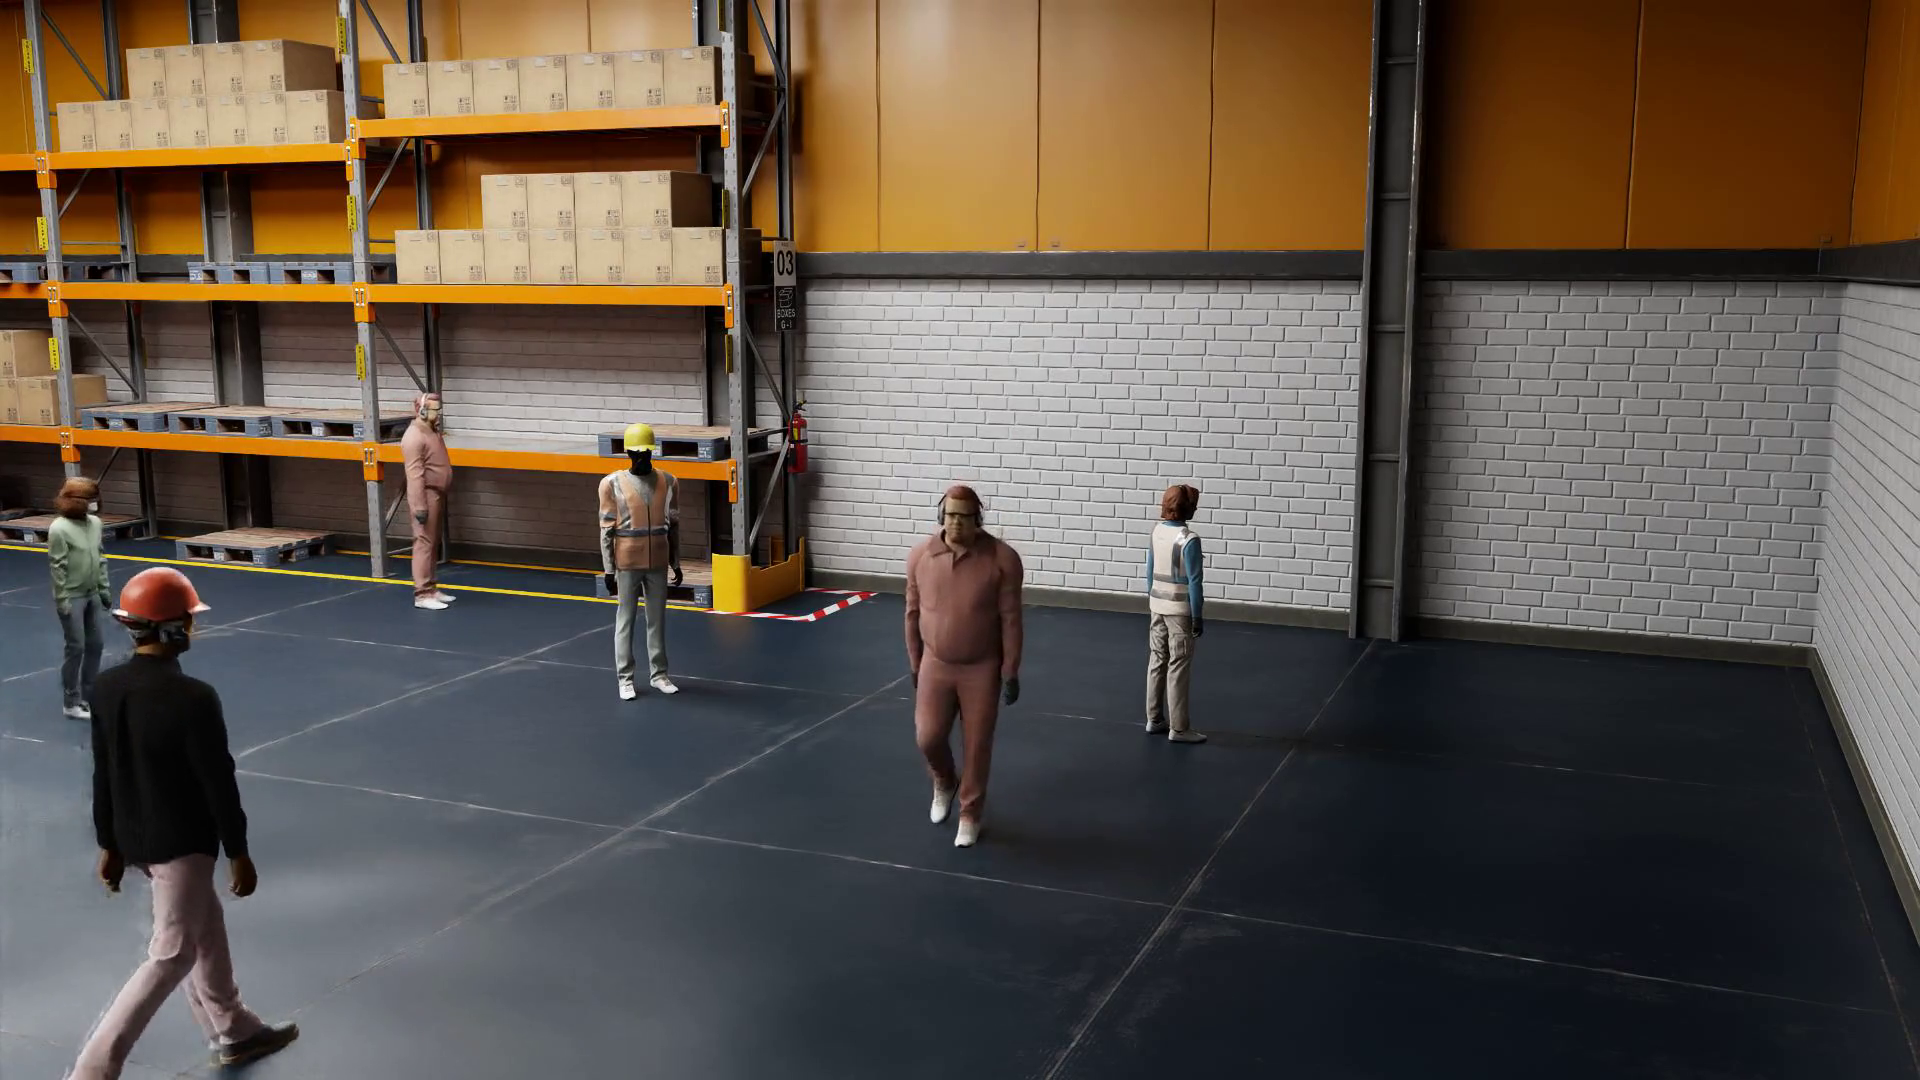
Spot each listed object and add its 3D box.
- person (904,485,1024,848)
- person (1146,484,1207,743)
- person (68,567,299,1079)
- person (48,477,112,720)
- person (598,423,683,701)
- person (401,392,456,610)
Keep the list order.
[{"bbox_3d":[0.014,0.650,8.649,0.649,1.891,0.447,2,10,11],"label":"person"},{"bbox_3d":[1.368,0.462,10.557,0.311,1.638,0.522,-5,11,-28],"label":"person"},{"bbox_3d":[-2.854,1.072,5.919,0.620,1.964,0.975,6,11,32],"label":"person"},{"bbox_3d":[-5.837,0.384,11.079,0.319,1.622,0.511,1,9,6],"label":"person"},{"bbox_3d":[-2.212,0.145,11.606,0.591,1.927,0.366,-6,11,-33],"label":"person"},{"bbox_3d":[-4.665,-0.349,14.667,0.403,1.904,0.651,-1,9,-4],"label":"person"}]
